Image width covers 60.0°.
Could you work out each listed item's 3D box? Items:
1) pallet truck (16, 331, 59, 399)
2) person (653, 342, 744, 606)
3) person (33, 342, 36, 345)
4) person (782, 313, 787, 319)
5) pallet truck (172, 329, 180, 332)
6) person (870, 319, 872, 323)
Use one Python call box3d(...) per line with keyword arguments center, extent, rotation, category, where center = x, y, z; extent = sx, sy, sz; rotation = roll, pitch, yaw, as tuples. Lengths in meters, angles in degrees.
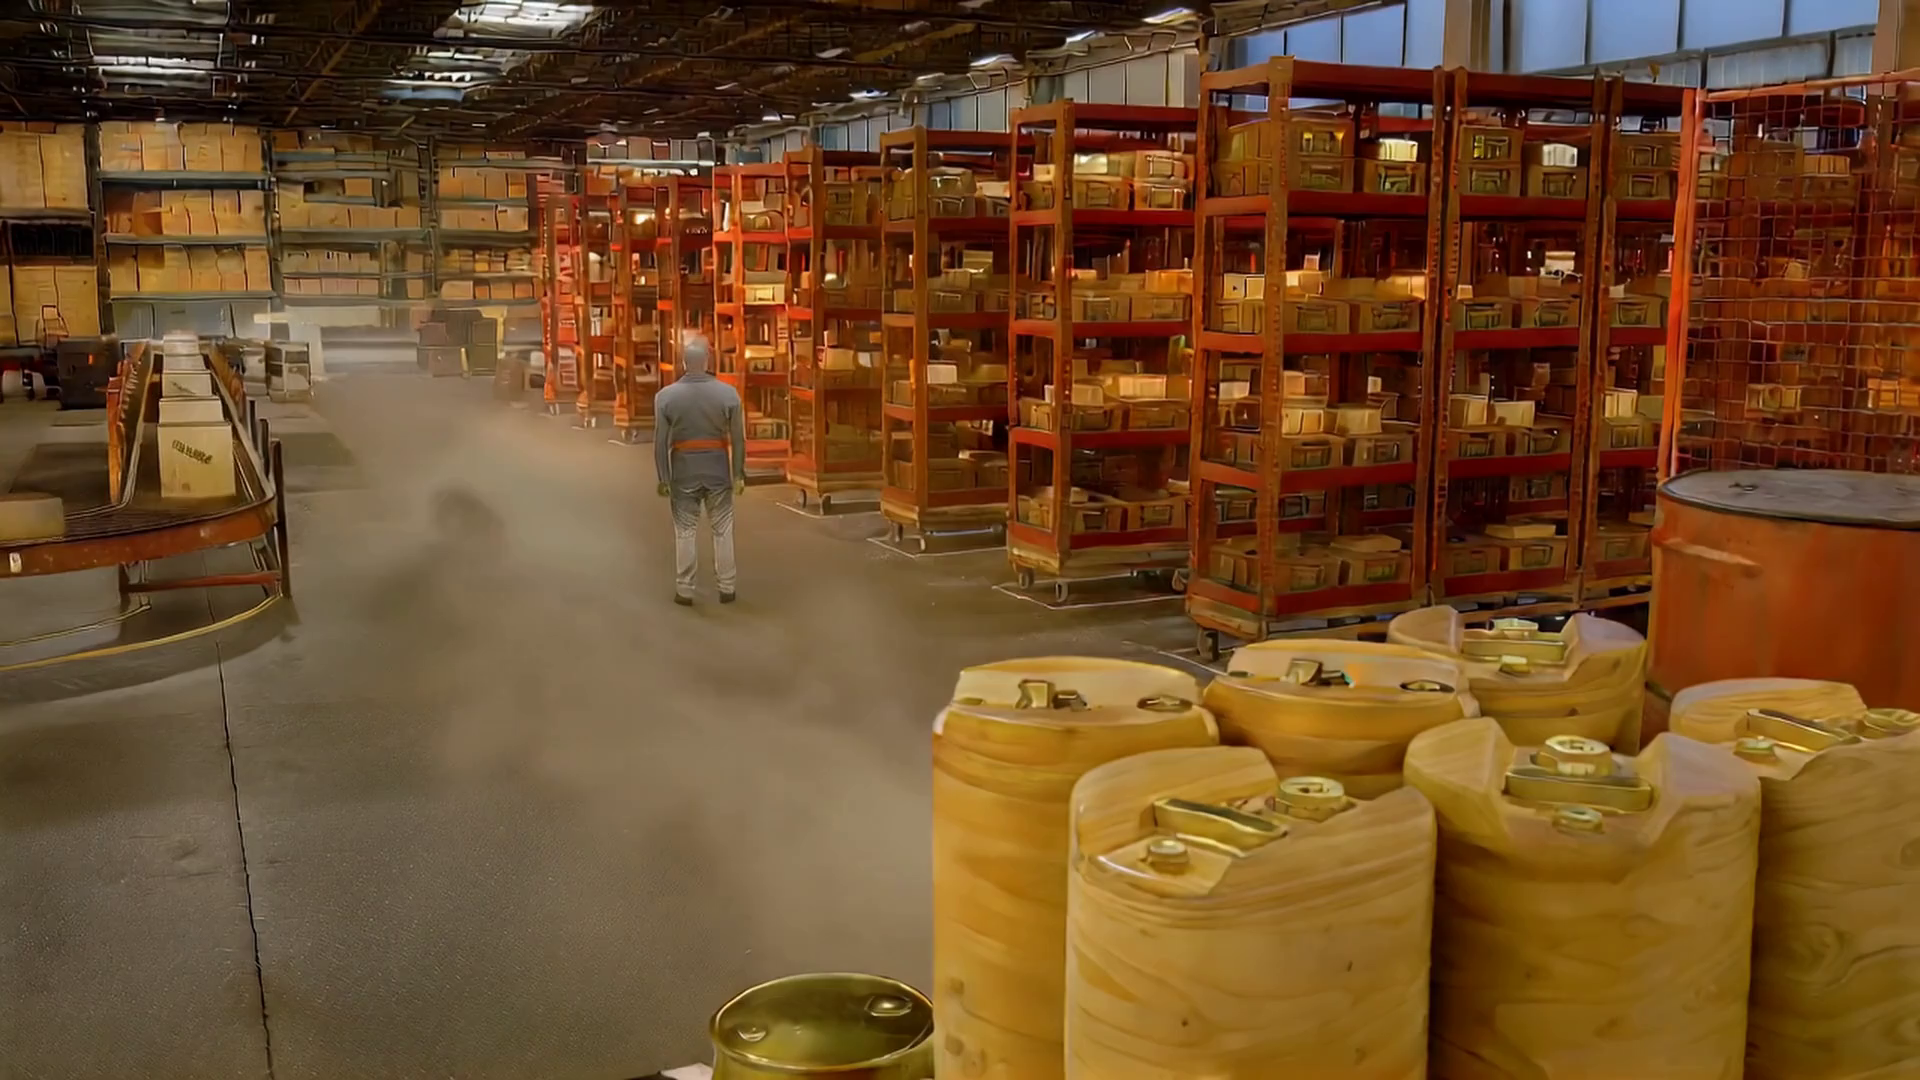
box3d(center=(-17.082, -3.353, 31.781), extent=(1.630, 1.274, 0.653), rotation=(-4, 10, -25), category="pallet truck")
box3d(center=(-1.893, -0.478, 12.069), extent=(0.643, 1.908, 0.399), rotation=(-2, 9, -13), category="person")
box3d(center=(-24.243, -5.457, 43.802), extent=(0.284, 1.632, 0.502), rotation=(8, 12, 42), category="person")
box3d(center=(-4.651, -5.977, 45.956), extent=(0.608, 1.987, 0.401), rotation=(-6, 11, -32), category="person")
box3d(center=(-17.275, -3.851, 35.096), extent=(1.601, 1.201, 0.680), rotation=(0, 9, 1), category="pallet truck")
box3d(center=(-2.874, -6.771, 51.646), extent=(0.552, 1.718, 0.880), rotation=(-5, 10, -27), category="person")
